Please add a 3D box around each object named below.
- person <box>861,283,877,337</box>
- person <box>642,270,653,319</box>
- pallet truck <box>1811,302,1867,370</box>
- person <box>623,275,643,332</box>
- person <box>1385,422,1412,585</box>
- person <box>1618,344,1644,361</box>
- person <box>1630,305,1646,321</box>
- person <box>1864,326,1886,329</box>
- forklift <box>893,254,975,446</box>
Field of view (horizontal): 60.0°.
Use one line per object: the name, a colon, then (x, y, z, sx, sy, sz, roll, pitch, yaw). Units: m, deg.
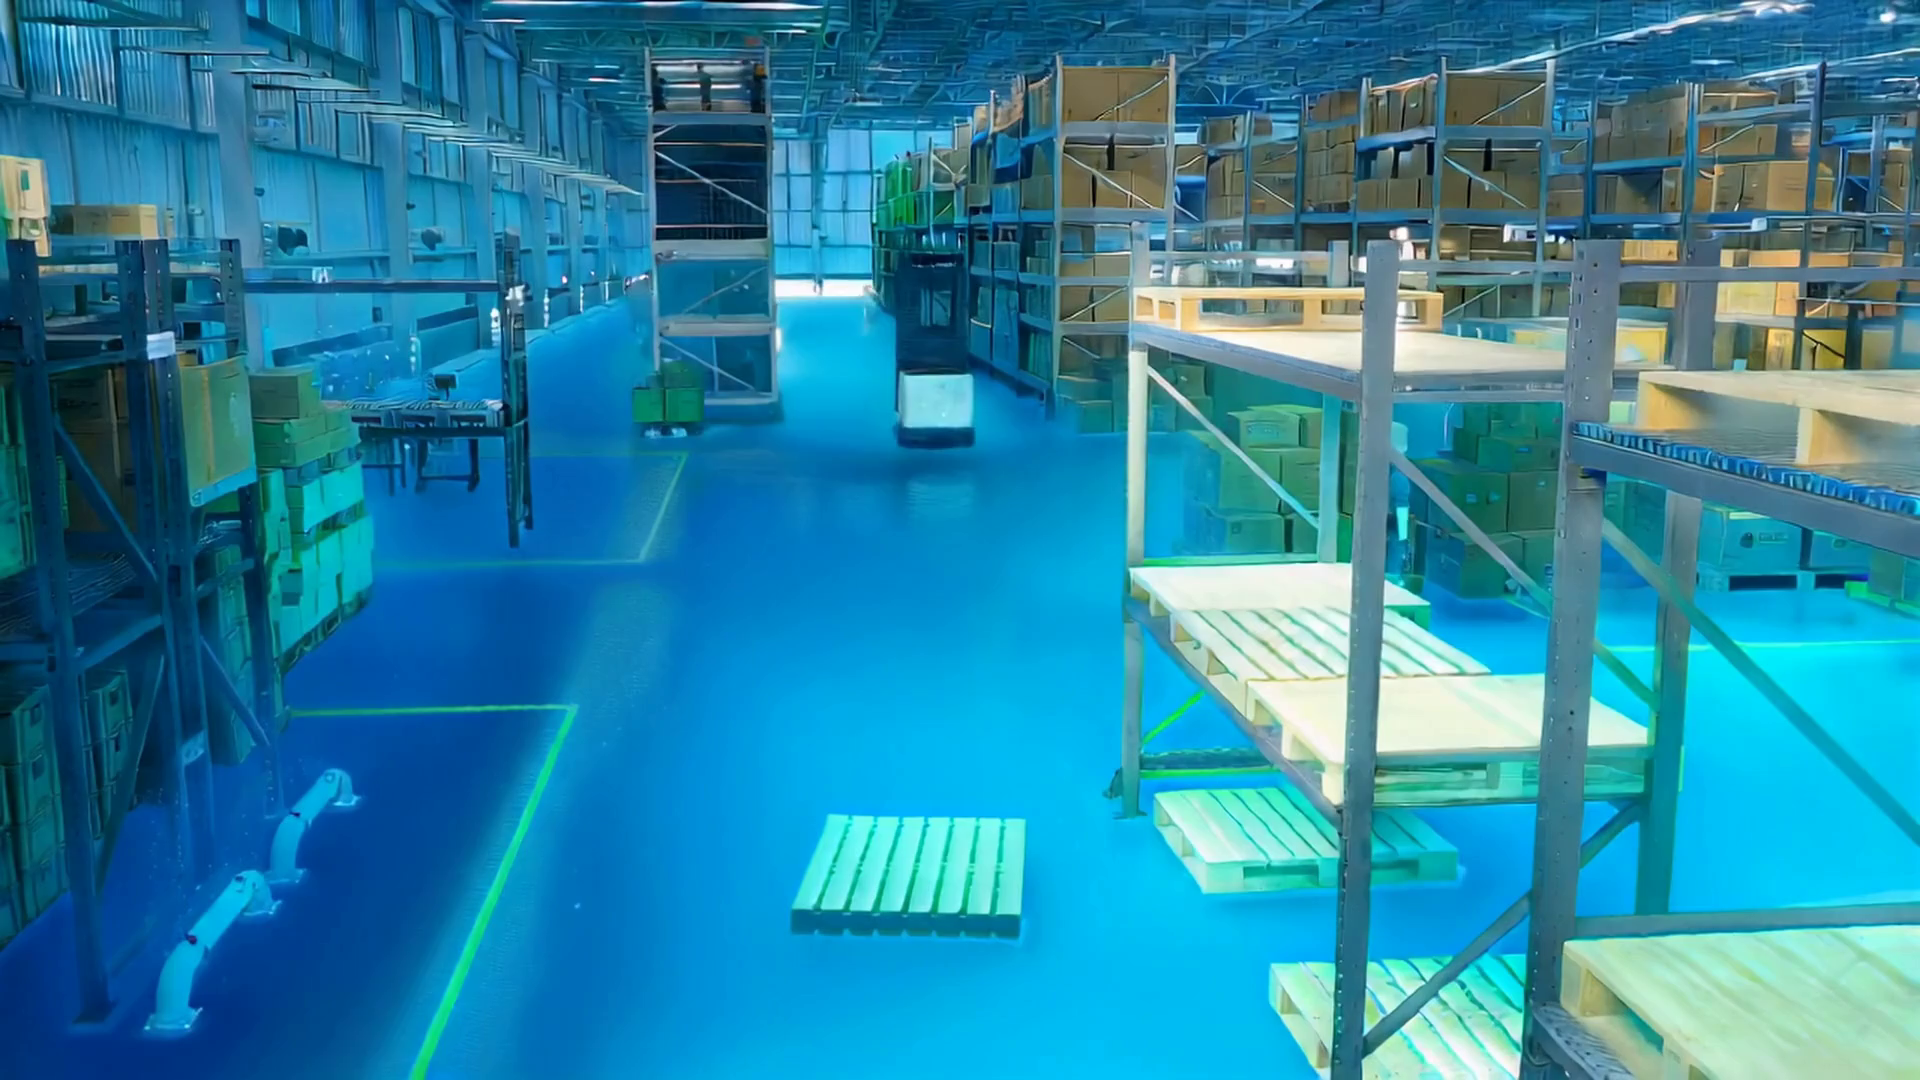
person: (-2.834, -7.157, 51.875, 0.495, 1.692, 0.942, -3, 11, -18)
person: (-12.086, -9.523, 64.447, 0.401, 1.894, 0.654, 8, 13, 37)
pallet truck: (15.846, -3.142, 28.793, 1.885, 1.965, 0.823, 2, 10, 12)
person: (-10.732, -7.761, 54.666, 0.663, 1.890, 0.589, -5, 11, -25)
person: (3.185, -0.040, 12.425, 0.320, 1.698, 0.538, -3, 11, -16)
person: (7.365, -1.211, 18.397, 0.997, 1.881, 0.552, -5, 11, -24)
person: (12.530, -3.441, 30.917, 0.429, 1.837, 0.630, -1, 10, -8)
person: (18.333, -3.904, 33.253, 0.661, 1.906, 0.885, -5, 11, -26)
forklift: (-0.396, -2.885, 24.918, 1.129, 2.768, 1.873, -1, 10, -6)
